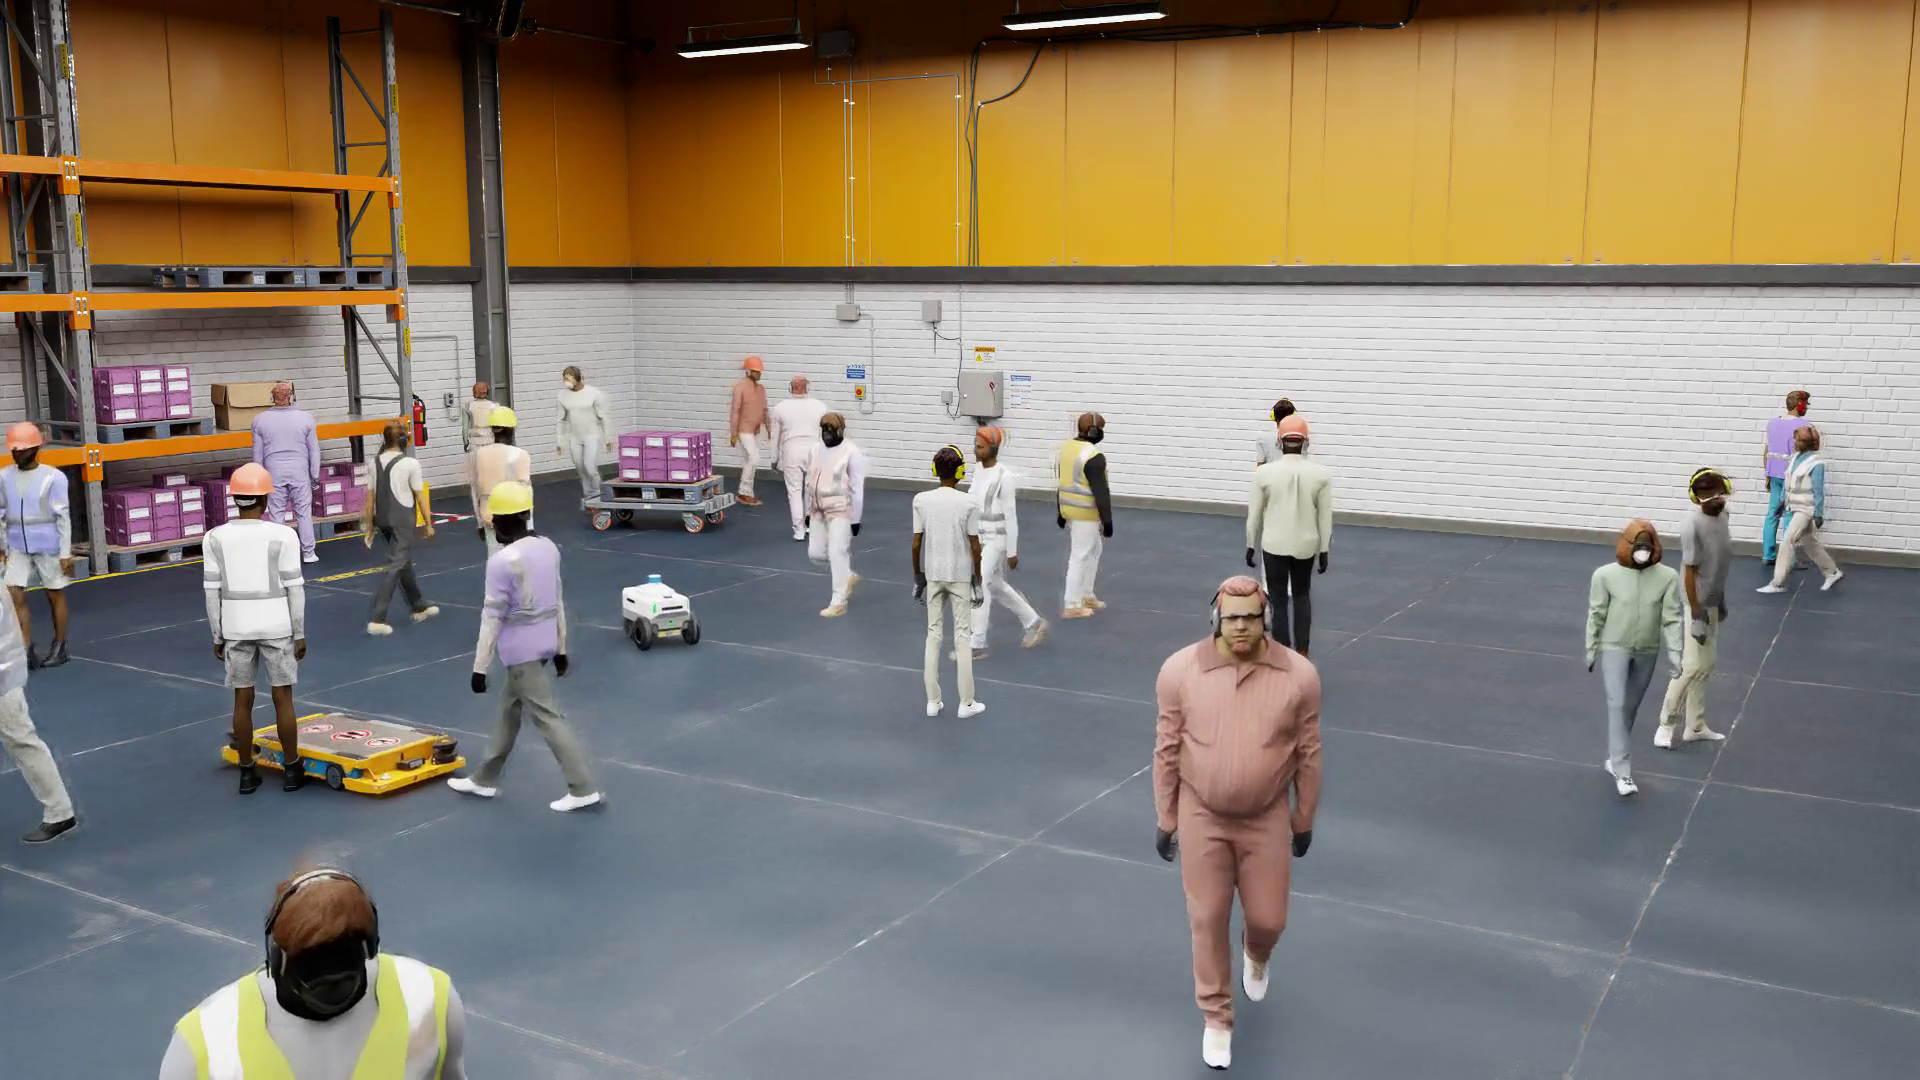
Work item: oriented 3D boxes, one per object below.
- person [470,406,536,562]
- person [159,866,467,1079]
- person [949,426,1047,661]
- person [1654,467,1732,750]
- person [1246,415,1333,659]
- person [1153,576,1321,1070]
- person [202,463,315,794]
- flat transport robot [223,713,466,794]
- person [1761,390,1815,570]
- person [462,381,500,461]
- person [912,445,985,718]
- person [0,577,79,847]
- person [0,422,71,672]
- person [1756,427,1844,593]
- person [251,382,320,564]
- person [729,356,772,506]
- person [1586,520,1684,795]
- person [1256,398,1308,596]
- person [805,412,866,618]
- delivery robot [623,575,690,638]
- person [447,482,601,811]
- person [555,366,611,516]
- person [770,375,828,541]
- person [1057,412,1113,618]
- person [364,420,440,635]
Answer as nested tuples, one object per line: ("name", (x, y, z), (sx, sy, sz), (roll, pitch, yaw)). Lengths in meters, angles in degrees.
("person", (-3.833, -0.178, 14.114), (0.611, 1.912, 0.499), (3, 10, 17))
("person", (-1.321, 1.572, 3.498), (0.617, 1.818, 0.588), (-4, 10, -21))
("person", (0.328, 0.010, 13.165), (0.889, 1.853, 0.579), (-4, 10, -24))
("person", (4.731, 0.434, 10.610), (0.644, 1.833, 0.343), (-9, 13, -44))
("person", (2.471, 0.038, 12.605), (0.617, 1.975, 0.597), (0, 9, -3))
("person", (1.074, 1.055, 6.510), (0.649, 1.889, 0.616), (1, 9, 7))
("person", (-4.092, 0.518, 9.708), (0.547, 1.938, 0.377), (-1, 9, -6))
("flat transport robot", (-3.775, 1.276, 10.166), (1.431, 0.197, 0.652), (5, 11, 31))
("person", (8.489, -0.615, 17.076), (0.374, 1.840, 0.571), (-3, 10, -20))
("person", (-6.207, -1.248, 21.659), (0.523, 1.638, 0.311), (-2, 9, -10))
("person", (-0.083, 0.283, 11.385), (0.521, 1.873, 0.336), (3, 10, 19))
("person", (-5.135, 0.764, 8.657), (0.912, 1.777, 0.682), (-7, 11, -36))
("person", (-7.024, 0.067, 12.582), (0.564, 1.910, 0.743), (0, 9, -1))
("person", (8.035, -0.284, 15.751), (0.838, 1.604, 0.506), (0, 9, 3))
("person", (-6.994, -0.683, 17.299), (0.652, 1.906, 0.409), (-3, 10, -20))
("person", (-2.717, -1.411, 21.644), (0.490, 1.971, 0.653), (4, 10, 24))
("person", (3.945, 0.687, 9.696), (0.505, 1.591, 0.819), (1, 9, 3))
("person", (3.020, -0.401, 15.656), (0.531, 1.870, 0.316), (1, 9, 8))
("person", (-1.083, -0.240, 14.790), (0.643, 1.823, 0.547), (7, 12, 38))
("delivery robot", (-2.498, 0.530, 13.647), (0.477, 0.478, 0.707), (-6, 11, -32))
("person", (-2.483, 0.605, 9.374), (1.010, 1.873, 0.610), (2, 9, 14))
("person", (-4.698, -1.234, 20.759), (0.647, 1.896, 0.569), (2, 9, 13))
("person", (-1.853, -0.957, 19.089), (0.673, 1.872, 0.878), (-2, 9, -13))
("person", (1.167, -0.218, 14.649), (0.632, 1.821, 0.661), (-4, 10, -21))
("person", (-4.780, -0.116, 14.111), (0.503, 1.797, 0.965), (4, 10, 24))
